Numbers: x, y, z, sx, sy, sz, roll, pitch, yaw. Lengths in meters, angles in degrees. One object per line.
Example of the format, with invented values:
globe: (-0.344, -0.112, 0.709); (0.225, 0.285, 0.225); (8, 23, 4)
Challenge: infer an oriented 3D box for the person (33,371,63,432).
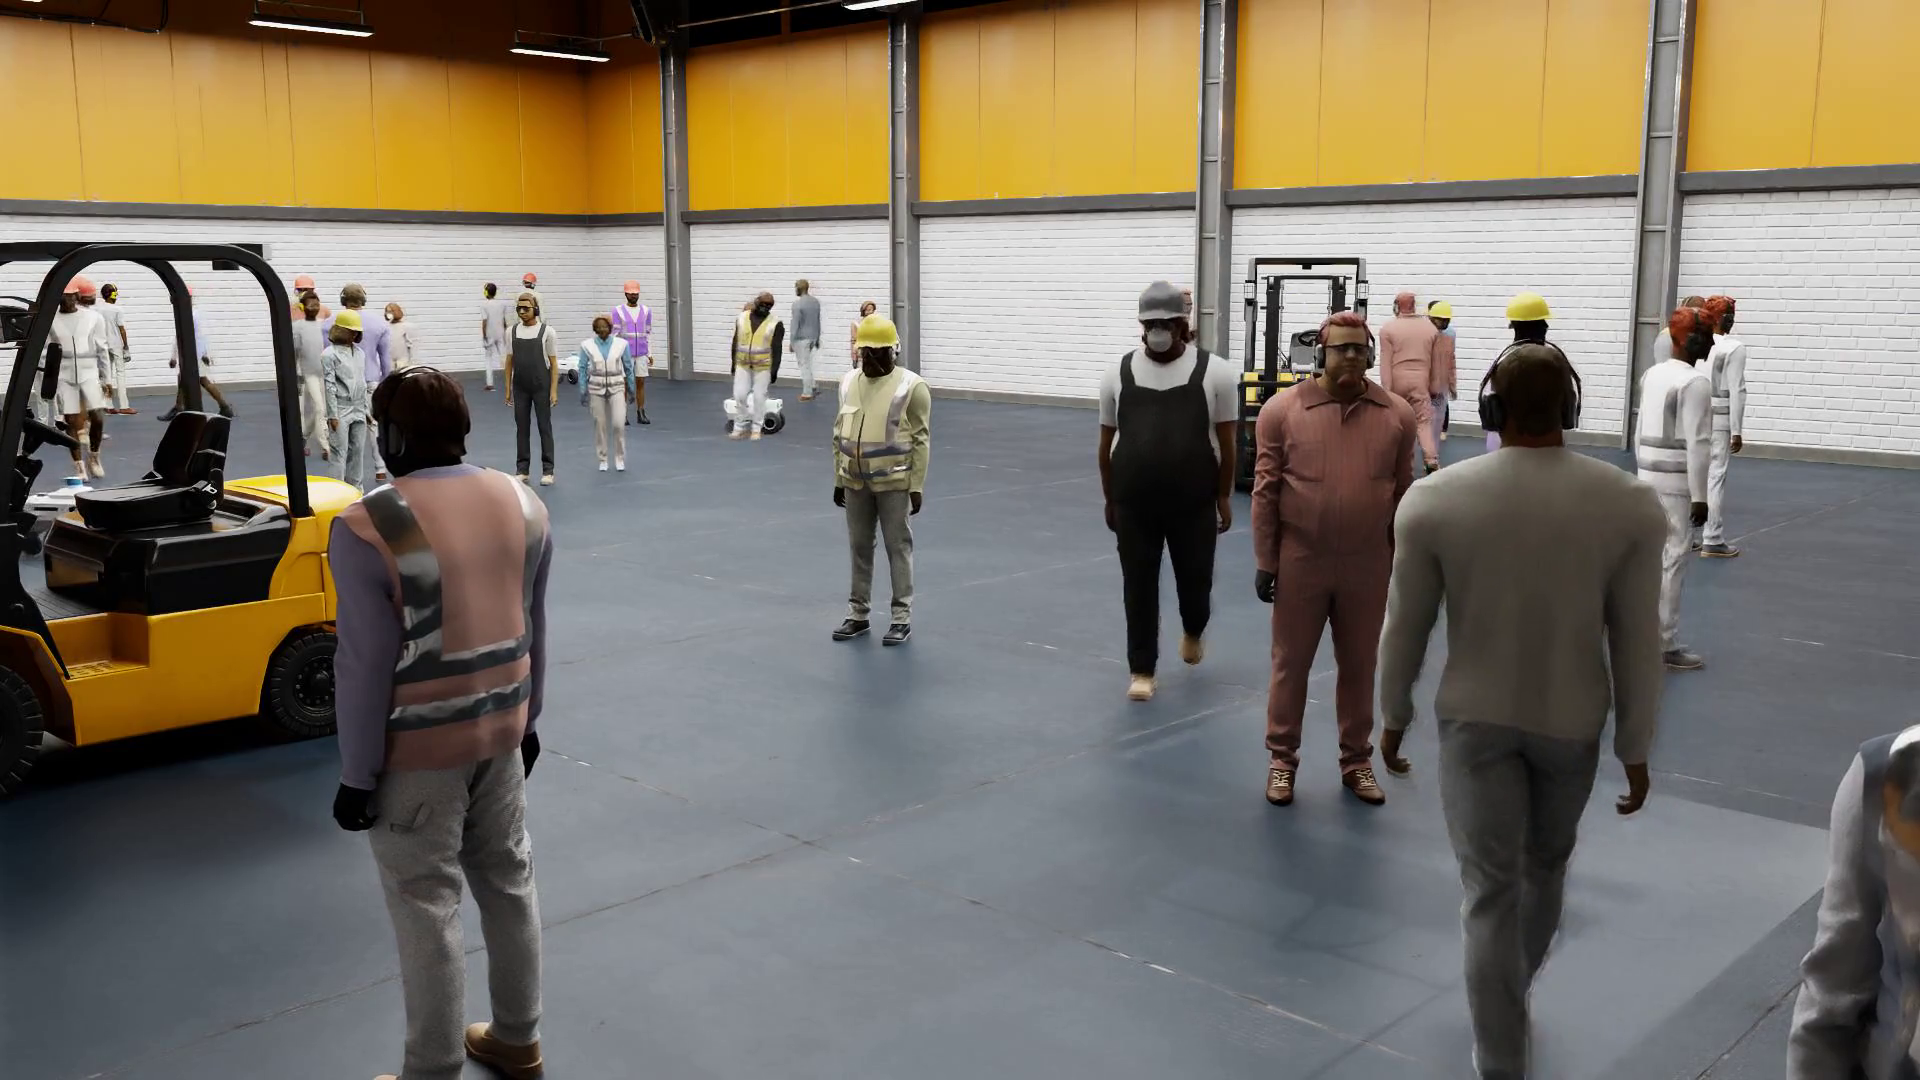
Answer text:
person: (-11.522, -2.143, 20.900); (0.498, 1.632, 0.286); (3, 10, 16)

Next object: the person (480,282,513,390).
person: (-7.852, -3.435, 28.166); (0.521, 1.849, 0.784); (-8, 12, -41)

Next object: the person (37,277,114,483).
person: (-8.522, -1.546, 16.029); (0.654, 2.028, 0.431); (-6, 11, -31)

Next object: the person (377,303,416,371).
person: (-7.712, -2.410, 22.612); (0.517, 1.605, 0.718); (3, 10, 17)

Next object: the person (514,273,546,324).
person: (-8.087, -4.027, 31.345); (0.613, 1.994, 0.395); (2, 9, 12)

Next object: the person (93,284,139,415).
person: (-12.025, -2.703, 23.630); (0.512, 1.865, 0.329); (2, 9, 11)

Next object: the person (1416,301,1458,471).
person: (4.794, -1.553, 16.943); (0.526, 1.749, 0.479); (-6, 11, -32)

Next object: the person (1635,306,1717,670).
person: (3.717, -0.272, 8.665); (0.337, 1.883, 0.584); (-1, 9, -4)

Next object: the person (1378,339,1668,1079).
person: (1.383, 0.448, 4.207); (0.647, 1.887, 1.039); (2, 9, 10)

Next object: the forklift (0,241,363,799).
forklift: (-3.706, -0.171, 7.093); (1.214, 2.155, 2.313); (9, 13, 43)

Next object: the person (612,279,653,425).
person: (-4.336, -2.493, 22.115); (0.548, 1.937, 0.379); (-5, 11, -28)

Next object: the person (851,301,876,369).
person: (-1.273, -2.472, 22.919); (0.522, 1.634, 0.313); (-5, 11, -30)

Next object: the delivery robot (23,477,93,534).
delivery robot: (-6.417, -0.216, 12.078); (0.707, 0.478, 0.477); (1, 10, 6)

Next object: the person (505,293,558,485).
person: (-4.106, -1.438, 15.924); (0.513, 1.845, 0.335); (1, 9, 4)

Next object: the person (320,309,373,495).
person: (-5.097, -1.055, 13.915); (0.307, 1.736, 0.484); (3, 10, 19)

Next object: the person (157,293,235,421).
person: (-10.411, -2.539, 22.603); (1.008, 1.884, 0.567); (-2, 10, -14)

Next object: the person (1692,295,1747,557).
person: (5.405, -0.818, 12.012); (0.354, 1.881, 0.576); (-4, 10, -25)

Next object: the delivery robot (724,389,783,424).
delivery robot: (-2.610, -1.671, 21.011); (0.707, 0.478, 0.477); (0, 9, 1)

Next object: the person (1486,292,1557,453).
person: (3.441, -0.553, 10.247); (0.365, 1.926, 0.594); (5, 10, 27)

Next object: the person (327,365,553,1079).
person: (-1.276, 0.497, 4.076); (0.429, 1.841, 0.633); (6, 11, 30)

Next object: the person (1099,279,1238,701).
person: (0.997, -0.258, 8.093); (0.681, 2.000, 0.703); (2, 9, 12)

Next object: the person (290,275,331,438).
person: (-7.938, -2.218, 20.246); (0.615, 1.997, 0.373); (-5, 10, -27)

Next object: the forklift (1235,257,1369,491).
forklift: (3.309, -1.629, 16.029); (1.214, 2.155, 2.313); (2, 9, 11)

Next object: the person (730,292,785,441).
person: (-2.447, -2.073, 19.984); (0.701, 1.794, 0.446); (2, 9, 10)

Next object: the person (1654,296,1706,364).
person: (6.318, -1.198, 14.477); (0.634, 1.839, 0.429); (-4, 10, -25)

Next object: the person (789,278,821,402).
person: (-2.432, -3.093, 25.830); (0.443, 1.924, 0.658); (5, 11, 29)

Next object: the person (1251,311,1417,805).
person: (1.450, 0.076, 6.444); (0.642, 1.912, 0.410); (0, 9, -1)

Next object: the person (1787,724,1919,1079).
person: (1.309, 0.840, 1.998); (0.600, 1.831, 0.404); (6, 11, 34)

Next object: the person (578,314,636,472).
person: (-3.588, -1.484, 16.891); (0.563, 1.614, 0.613); (-2, 9, -12)

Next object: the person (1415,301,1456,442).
person: (5.663, -2.004, 19.848); (0.539, 1.696, 0.317); (-4, 10, -22)

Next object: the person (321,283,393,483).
person: (-5.793, -1.500, 16.026); (0.638, 1.937, 0.356); (-5, 11, -28)

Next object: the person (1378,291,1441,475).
person: (4.434, -1.498, 16.282); (0.660, 1.865, 0.794); (-2, 9, -10)

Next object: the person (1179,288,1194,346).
person: (1.969, -1.337, 15.150); (0.403, 1.900, 0.641); (0, 9, -2)

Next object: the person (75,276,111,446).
person: (-10.191, -2.071, 19.403); (0.481, 1.982, 0.722); (-5, 10, -26)

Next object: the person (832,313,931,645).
person: (-0.458, -0.333, 9.200); (0.588, 1.829, 0.403); (5, 10, 27)

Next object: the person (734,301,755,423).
person: (-2.788, -2.385, 22.373); (0.497, 1.636, 0.285); (-4, 10, -21)

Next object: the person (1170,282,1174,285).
person: (2.221, -1.820, 18.020); (0.365, 1.927, 0.588); (7, 11, 35)

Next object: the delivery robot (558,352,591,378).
delivery robot: (-6.961, -3.150, 30.081); (0.477, 0.478, 0.707); (-9, 13, -44)

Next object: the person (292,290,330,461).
person: (-7.021, -1.786, 18.055); (0.813, 1.847, 0.519); (6, 11, 31)
